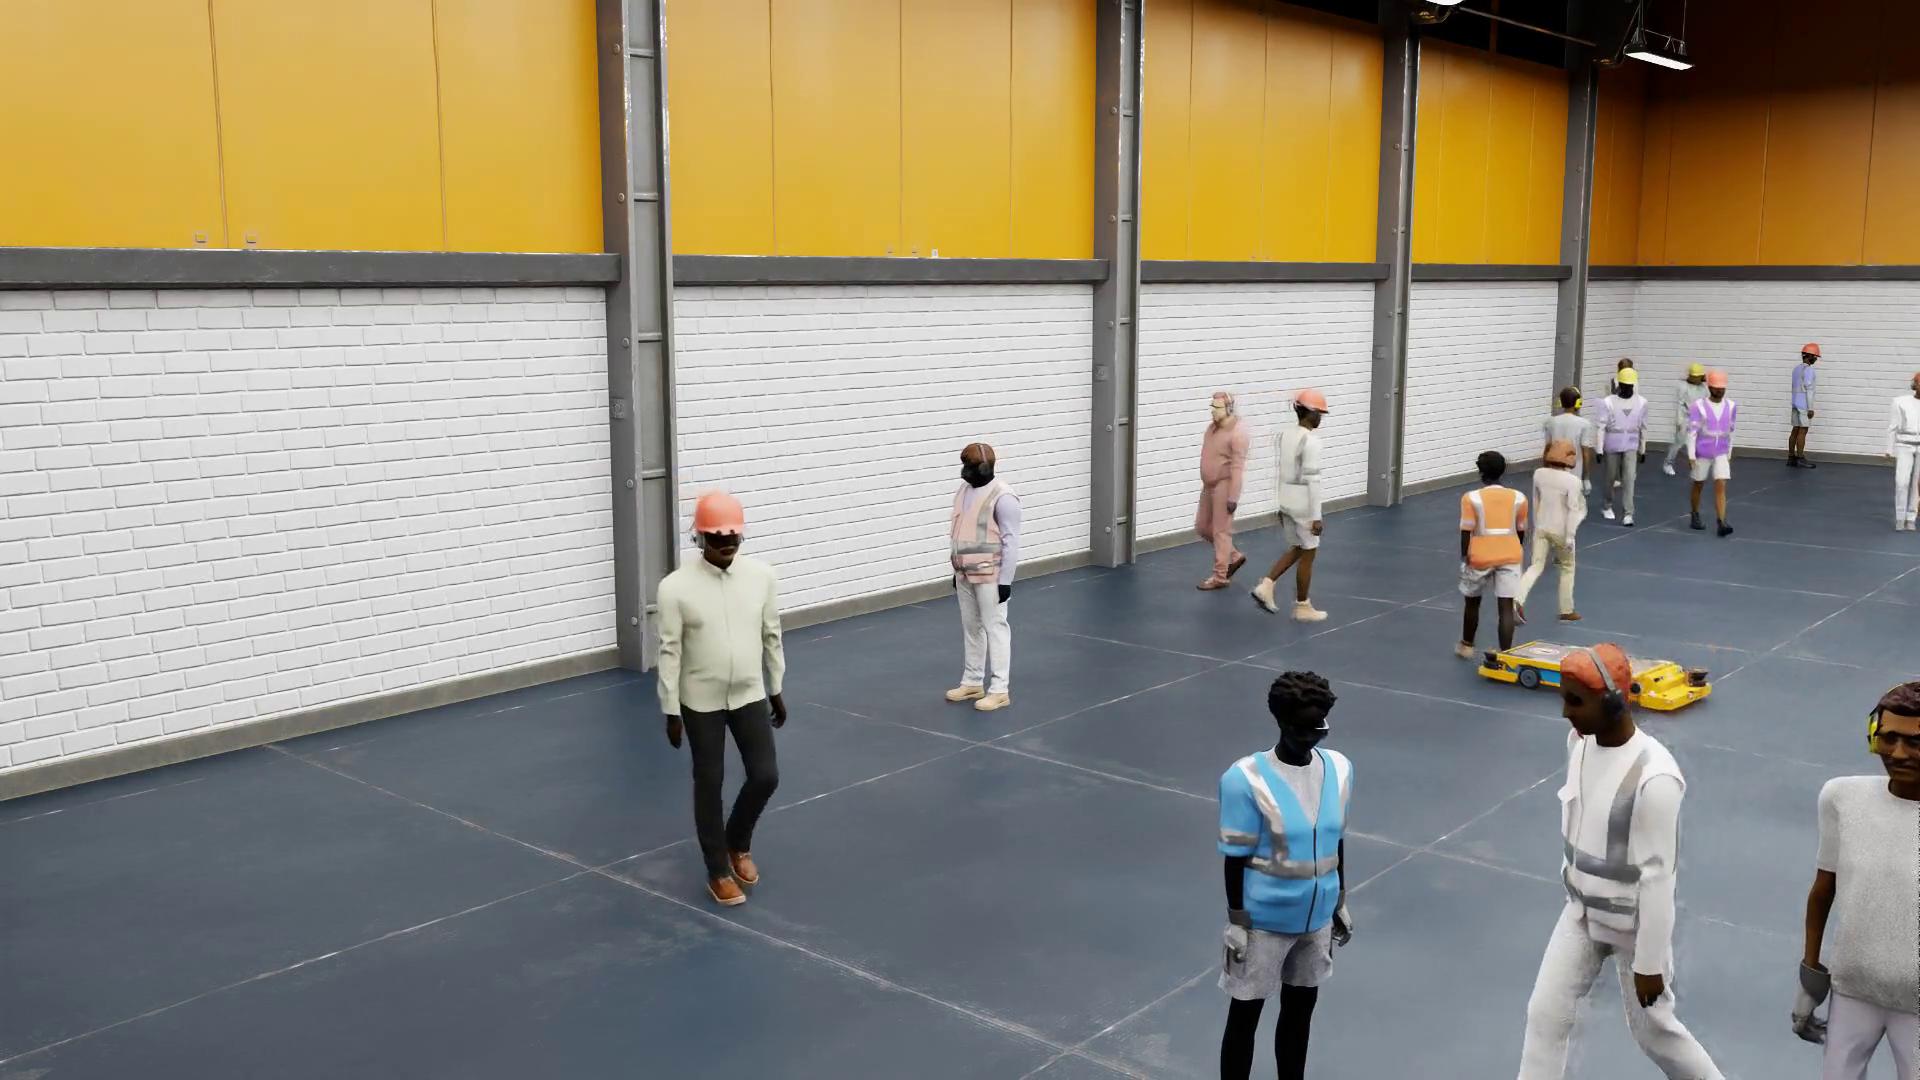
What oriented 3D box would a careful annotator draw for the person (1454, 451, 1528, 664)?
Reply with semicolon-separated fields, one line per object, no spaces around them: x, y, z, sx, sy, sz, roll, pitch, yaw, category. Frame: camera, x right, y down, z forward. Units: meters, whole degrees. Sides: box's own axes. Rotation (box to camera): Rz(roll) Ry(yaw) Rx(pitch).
4.018;0.155;12.588;0.554;1.641;0.825;0;9;1;person

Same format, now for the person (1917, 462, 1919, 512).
9.100;-0.418;15.215;0.623;1.972;0.654;6;11;33;person

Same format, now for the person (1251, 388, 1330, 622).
2.858;-0.281;14.184;0.606;2.023;0.631;-3;9;-16;person

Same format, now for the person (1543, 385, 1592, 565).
6.197;-0.644;16.976;0.439;1.857;0.553;-8;12;-41;person

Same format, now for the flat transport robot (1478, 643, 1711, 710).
4.542;0.948;11.944;0.652;0.197;1.431;-9;12;-43;flat transport robot

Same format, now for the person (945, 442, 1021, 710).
0.140;0.244;11.459;0.429;1.839;0.633;-6;11;-35;person

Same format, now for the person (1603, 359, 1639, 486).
9.414;-1.663;23.567;0.880;1.799;0.538;-5;11;-31;person

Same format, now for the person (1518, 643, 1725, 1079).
2.183;1.212;5.420;0.972;1.838;0.626;-2;9;-11;person

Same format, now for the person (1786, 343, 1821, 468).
13.085;-2.077;25.753;0.372;1.929;0.543;0;9;2;person

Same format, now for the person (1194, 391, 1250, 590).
2.495;-0.469;15.756;0.481;1.893;0.673;-3;10;-18;person

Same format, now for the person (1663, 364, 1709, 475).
10.746;-1.760;24.506;0.526;1.691;0.895;-1;9;-4;person

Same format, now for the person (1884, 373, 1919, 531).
11.062;-1.006;19.233;0.615;1.857;0.677;4;10;24;person

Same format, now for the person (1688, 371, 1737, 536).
8.651;-0.999;19.124;0.565;1.876;1.007;1;9;4;person

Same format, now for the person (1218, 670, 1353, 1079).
1.089;1.255;5.571;0.531;1.692;0.322;-4;10;-26;person

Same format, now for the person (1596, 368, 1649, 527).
7.951;-1.132;19.999;0.623;1.885;0.968;1;9;8;person

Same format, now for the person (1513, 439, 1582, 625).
5.018;-0.068;14.157;0.775;1.604;0.499;-6;11;-34;person

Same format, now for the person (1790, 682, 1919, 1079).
2.633;1.306;4.690;0.521;1.873;0.336;8;12;41;person

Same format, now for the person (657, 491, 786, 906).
-1.111;0.748;7.842;0.651;1.980;0.434;-5;10;-28;person
